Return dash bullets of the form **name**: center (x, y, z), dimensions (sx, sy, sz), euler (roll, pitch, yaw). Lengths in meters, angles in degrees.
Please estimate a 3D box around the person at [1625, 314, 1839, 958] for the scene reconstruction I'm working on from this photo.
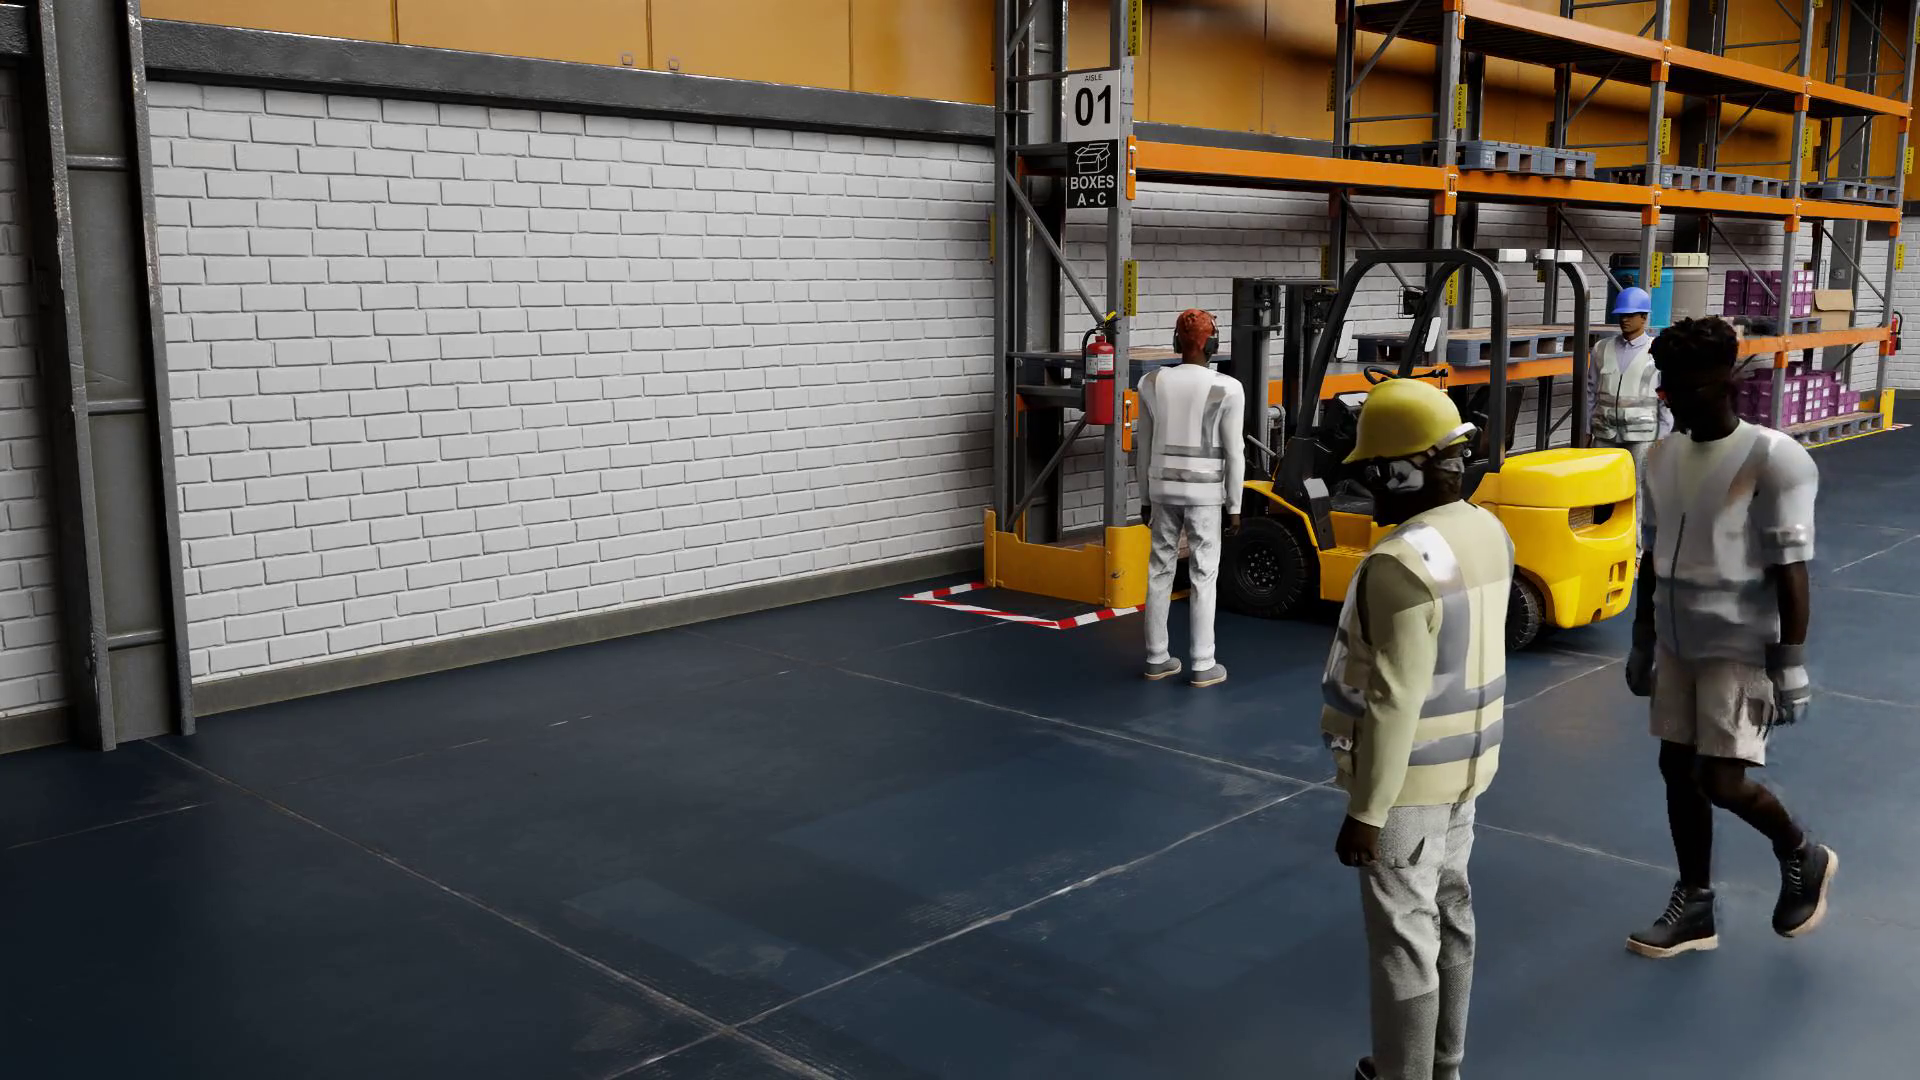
- **person**: center (2.283, 0.304, 4.961), dimensions (0.599, 1.939, 0.657), euler (-3, 10, -19)

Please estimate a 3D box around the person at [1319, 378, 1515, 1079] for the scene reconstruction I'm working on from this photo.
- **person**: center (1.046, 0.536, 3.894), dimensions (0.403, 1.823, 0.588), euler (7, 11, 36)

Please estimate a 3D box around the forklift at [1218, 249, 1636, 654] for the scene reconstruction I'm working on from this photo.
- **forklift**: center (2.710, -0.584, 9.626), dimensions (2.313, 2.155, 1.214), euler (9, 13, 43)

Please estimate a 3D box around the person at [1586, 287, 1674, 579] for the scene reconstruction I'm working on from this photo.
- **person**: center (4.482, -0.719, 11.200), dimensions (0.604, 1.949, 0.389), euler (9, 13, 42)

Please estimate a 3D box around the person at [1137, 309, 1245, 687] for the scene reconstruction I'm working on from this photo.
- **person**: center (1.141, -0.206, 8.295), dimensions (0.568, 1.878, 0.351), euler (5, 11, 29)
